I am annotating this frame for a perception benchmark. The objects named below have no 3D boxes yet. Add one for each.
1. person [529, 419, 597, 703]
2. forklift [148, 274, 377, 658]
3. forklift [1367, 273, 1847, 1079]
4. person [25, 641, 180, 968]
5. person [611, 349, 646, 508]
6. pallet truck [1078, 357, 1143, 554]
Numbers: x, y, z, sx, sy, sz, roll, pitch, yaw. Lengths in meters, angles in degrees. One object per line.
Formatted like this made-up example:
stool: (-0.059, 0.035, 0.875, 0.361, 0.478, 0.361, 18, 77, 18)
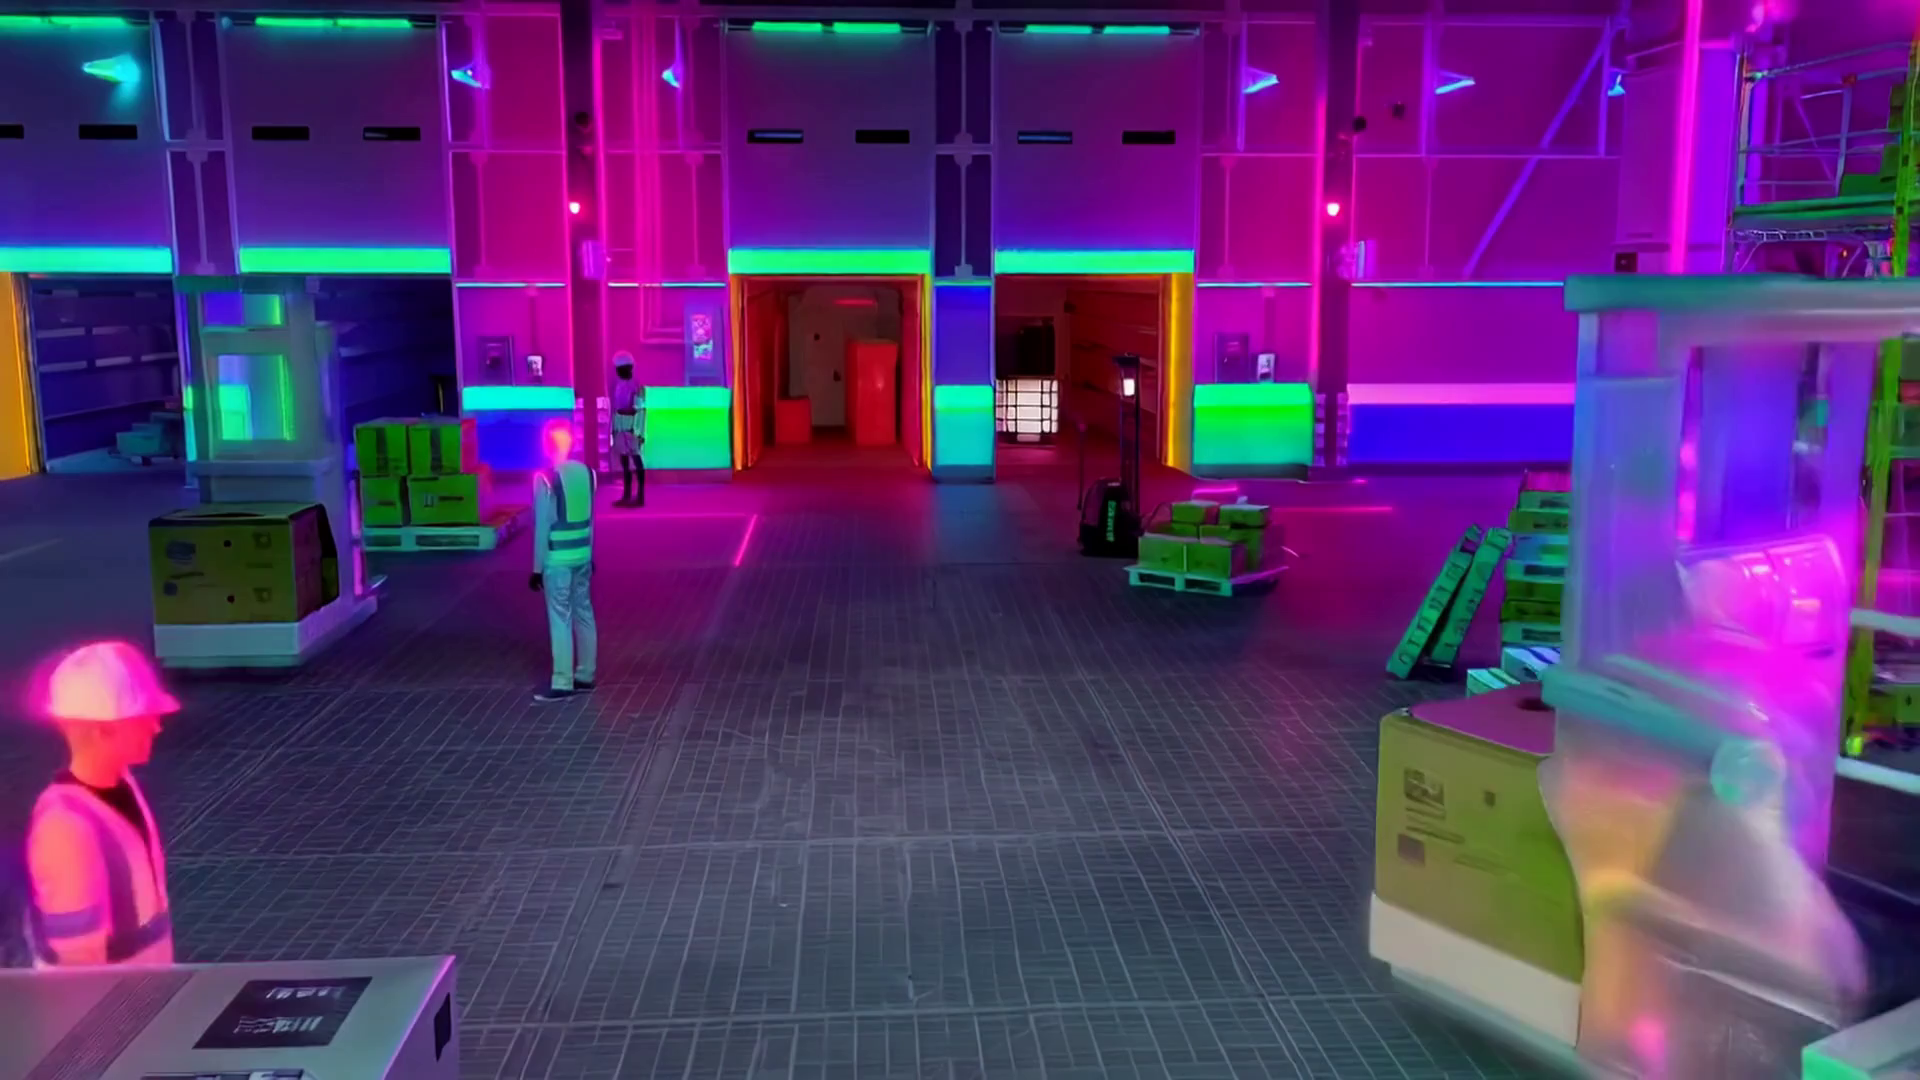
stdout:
person: (-2.629, 0.137, 11.013, 0.355, 1.882, 0.575, 4, 10, 26)
forklift: (-5.348, -0.627, 12.681, 1.129, 2.768, 1.873, -1, 9, -4)
forklift: (2.558, 0.426, 6.072, 1.129, 2.768, 1.873, -6, 11, -32)
person: (-2.284, 1.201, 4.291, 0.879, 1.912, 0.552, -2, 9, -13)
person: (-4.046, -1.350, 20.211, 0.544, 1.929, 0.386, 8, 12, 41)
pallet truck: (2.088, -0.836, 16.757, 1.885, 1.965, 0.823, 2, 9, 13)
